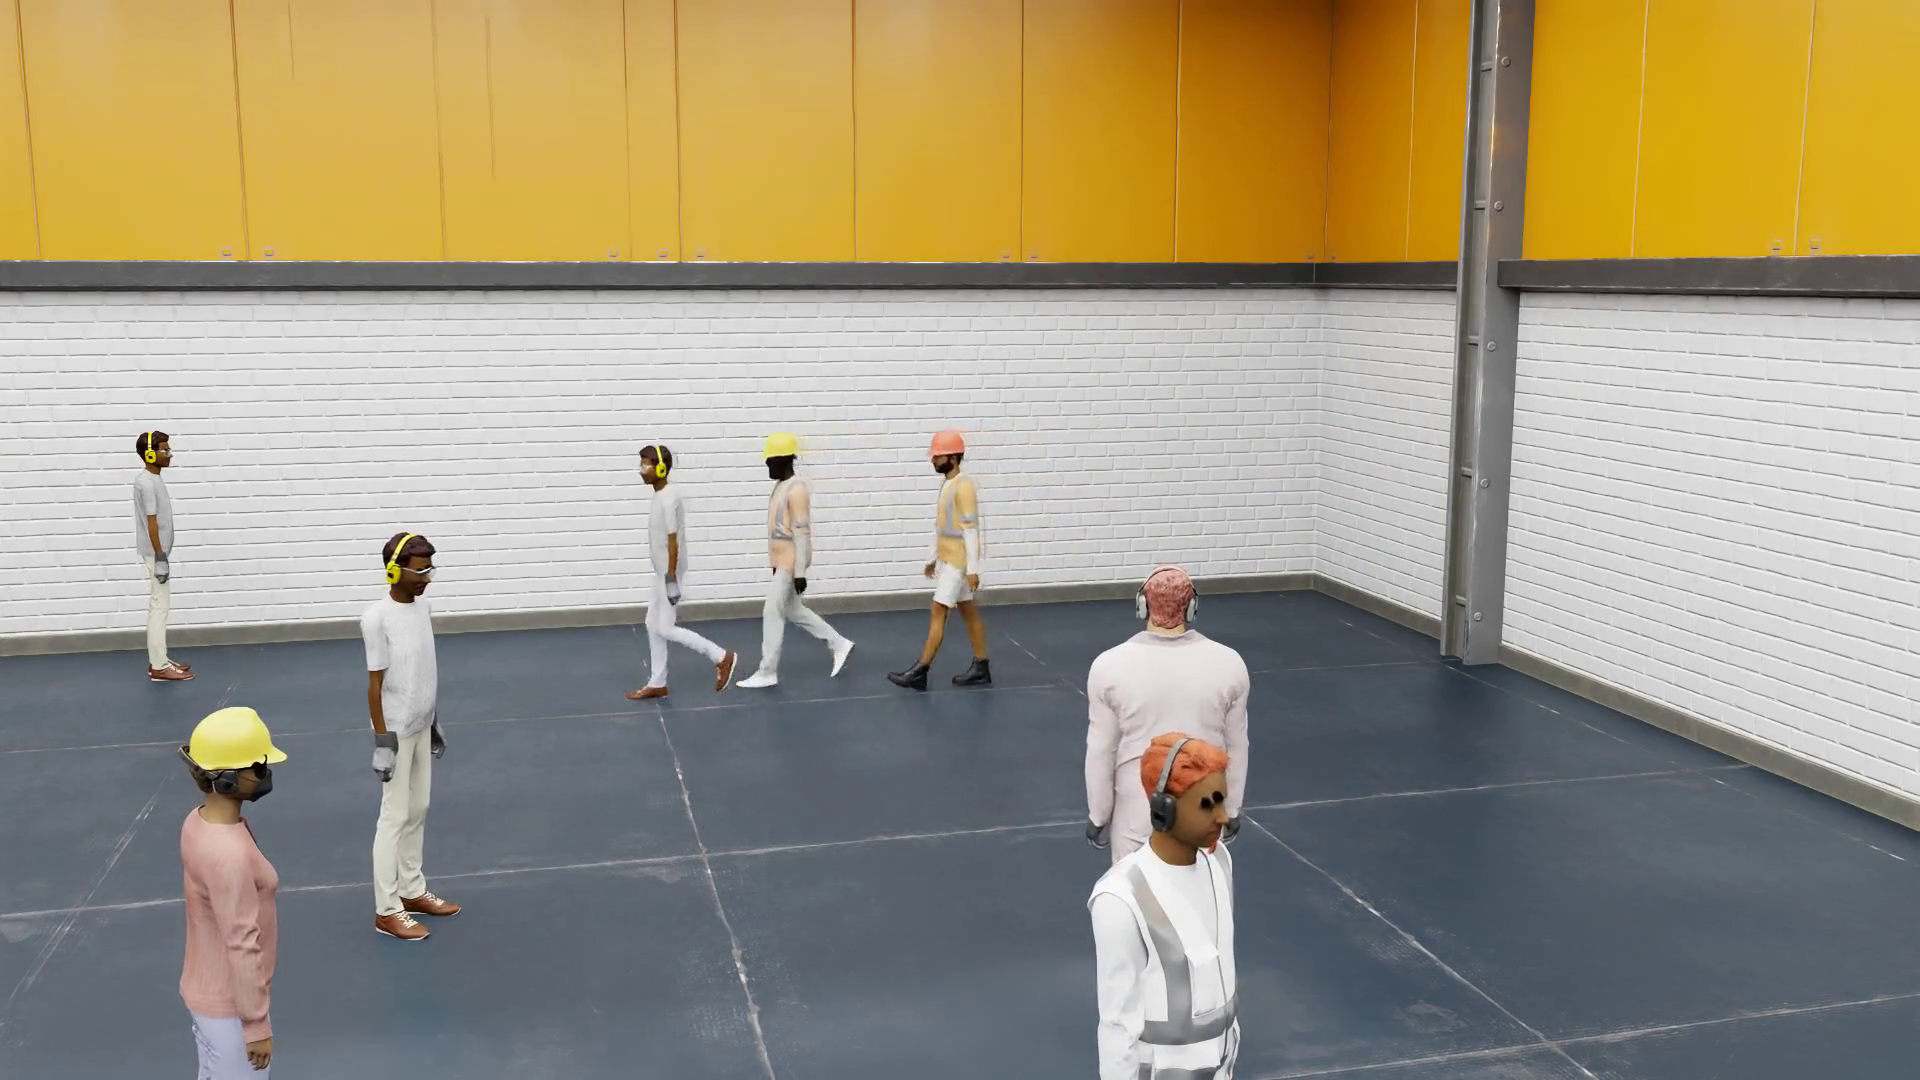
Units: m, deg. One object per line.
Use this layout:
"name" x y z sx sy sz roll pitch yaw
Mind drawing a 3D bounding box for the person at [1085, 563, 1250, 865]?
"person" 0.804 1.040 6.546 0.641 1.910 0.401 0 9 -2

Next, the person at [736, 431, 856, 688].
"person" -1.207 0.137 12.230 0.859 1.898 0.595 -3 9 -16

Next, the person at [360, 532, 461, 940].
"person" -2.530 0.884 7.659 0.331 1.864 0.526 2 9 11

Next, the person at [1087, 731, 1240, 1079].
"person" 0.544 1.417 4.268 0.355 1.884 0.575 6 11 34

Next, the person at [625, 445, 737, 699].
"person" -2.005 0.233 11.800 0.701 1.846 0.526 -3 10 -17

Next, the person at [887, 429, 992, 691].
"person" -0.166 0.151 12.097 0.902 1.900 0.575 -2 9 -13

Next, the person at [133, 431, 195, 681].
"person" -5.970 0.116 12.429 0.321 1.871 0.532 -5 10 -27

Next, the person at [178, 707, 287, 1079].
"person" -2.143 1.363 4.970 0.328 1.767 0.532 -6 11 -34
